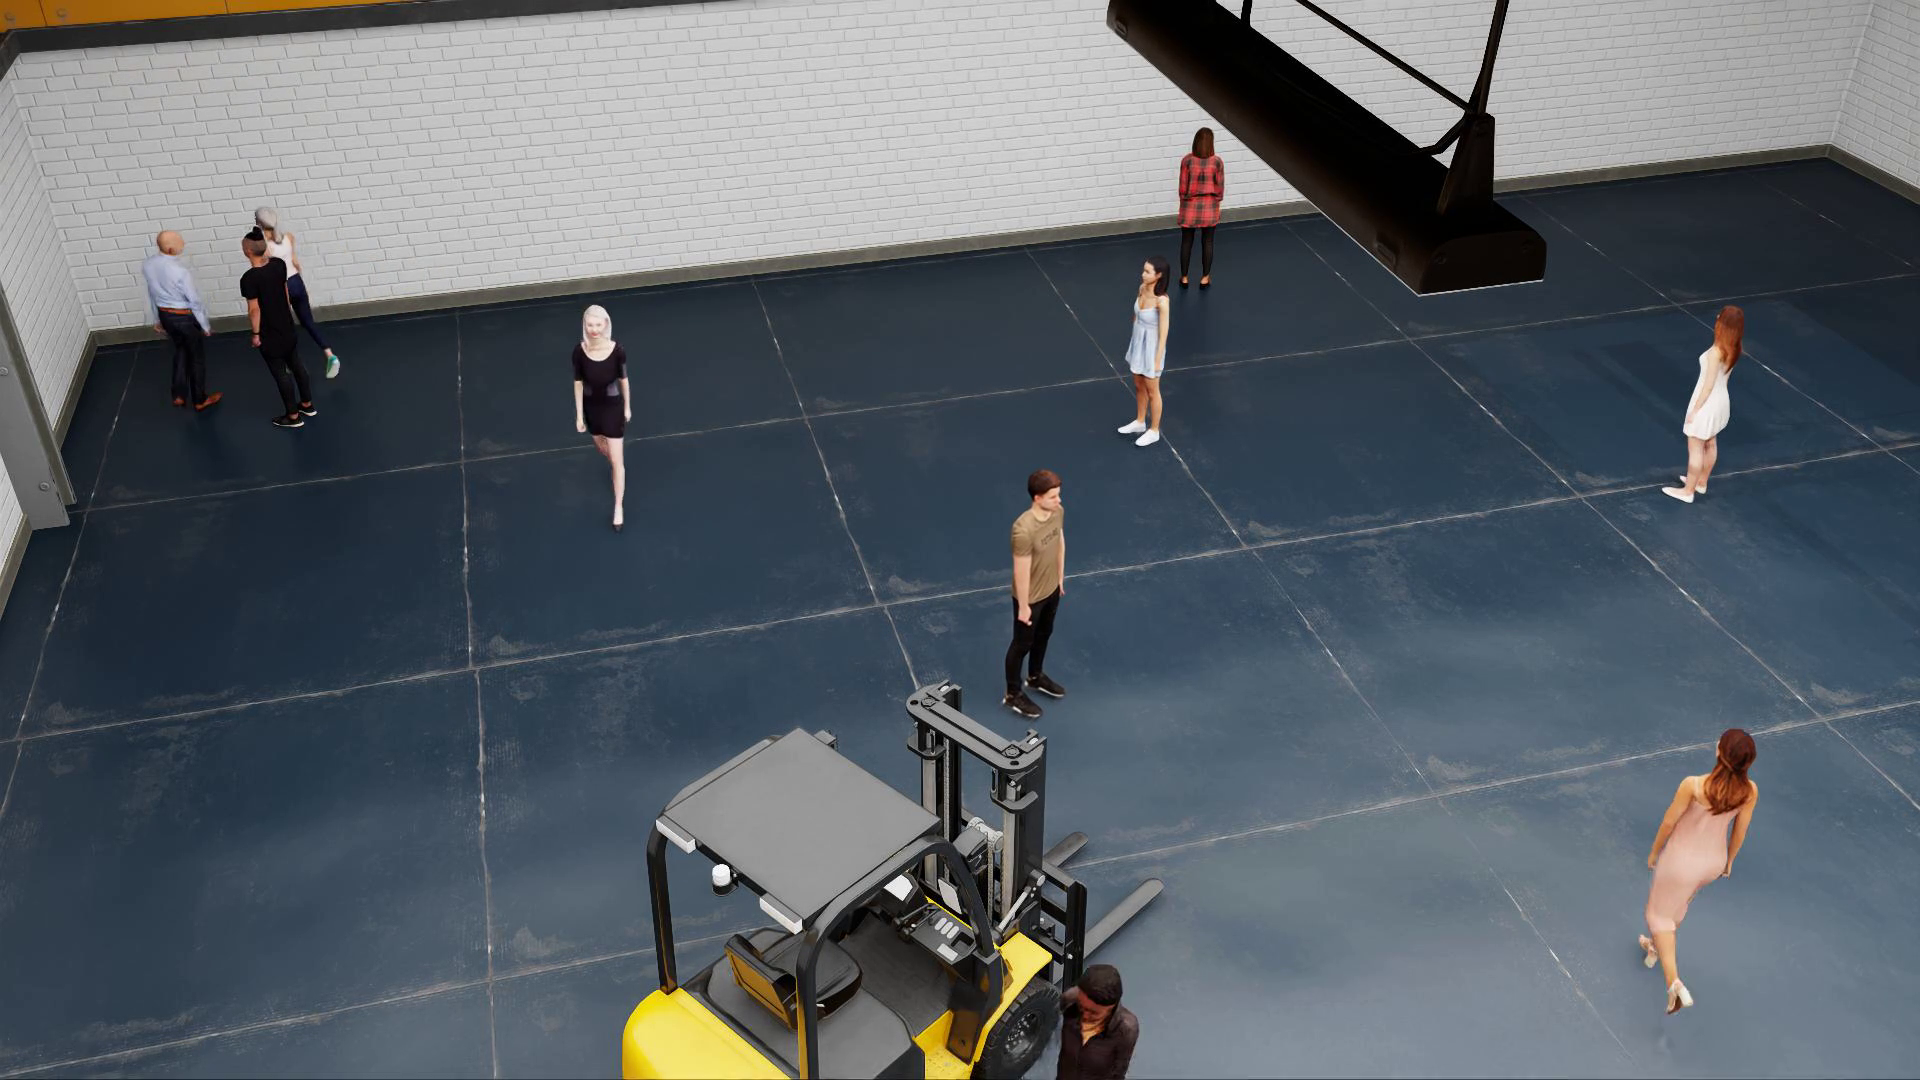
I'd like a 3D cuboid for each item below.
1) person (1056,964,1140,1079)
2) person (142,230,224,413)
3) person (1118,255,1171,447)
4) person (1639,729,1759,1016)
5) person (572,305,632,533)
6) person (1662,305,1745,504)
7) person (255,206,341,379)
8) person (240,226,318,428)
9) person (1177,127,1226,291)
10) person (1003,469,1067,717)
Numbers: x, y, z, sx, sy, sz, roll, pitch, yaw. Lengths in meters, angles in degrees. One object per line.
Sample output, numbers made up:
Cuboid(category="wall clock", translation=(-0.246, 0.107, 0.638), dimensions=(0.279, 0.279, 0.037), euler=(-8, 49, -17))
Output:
Cuboid(category="person", translation=(0.548, 2.661, 7.834), dimensions=(0.922, 1.651, 0.955), euler=(12, 35, 17))
Cuboid(category="person", translation=(-6.802, -1.867, 14.553), dimensions=(0.889, 1.755, 0.955), euler=(1, 34, 2))
Cuboid(category="person", translation=(1.620, -1.632, 14.222), dimensions=(0.693, 1.730, 0.538), euler=(-16, 37, -23))
Cuboid(category="person", translation=(3.964, 1.801, 8.985), dimensions=(0.787, 1.810, 1.050), euler=(2, 34, 3))
Cuboid(category="person", translation=(-2.843, -1.046, 13.282), dimensions=(0.716, 1.794, 1.181), euler=(-3, 34, -5))
Cuboid(category="person", translation=(6.060, -1.102, 13.442), dimensions=(0.635, 1.710, 0.644), euler=(-25, 41, -32))
Cuboid(category="person", translation=(-6.062, -2.213, 15.141), dimensions=(1.130, 1.680, 1.028), euler=(19, 38, 27))
Cuboid(category="person", translation=(-5.961, -1.869, 14.457), dimensions=(0.830, 1.864, 0.712), euler=(9, 35, 13))
Cuboid(category="person", translation=(2.426, -3.357, 16.842), dimensions=(0.697, 1.703, 0.703), euler=(7, 34, 10))
Cuboid(category="person", translation=(0.505, 0.327, 11.167), dimensions=(0.767, 1.849, 0.736), euler=(23, 40, 30))
